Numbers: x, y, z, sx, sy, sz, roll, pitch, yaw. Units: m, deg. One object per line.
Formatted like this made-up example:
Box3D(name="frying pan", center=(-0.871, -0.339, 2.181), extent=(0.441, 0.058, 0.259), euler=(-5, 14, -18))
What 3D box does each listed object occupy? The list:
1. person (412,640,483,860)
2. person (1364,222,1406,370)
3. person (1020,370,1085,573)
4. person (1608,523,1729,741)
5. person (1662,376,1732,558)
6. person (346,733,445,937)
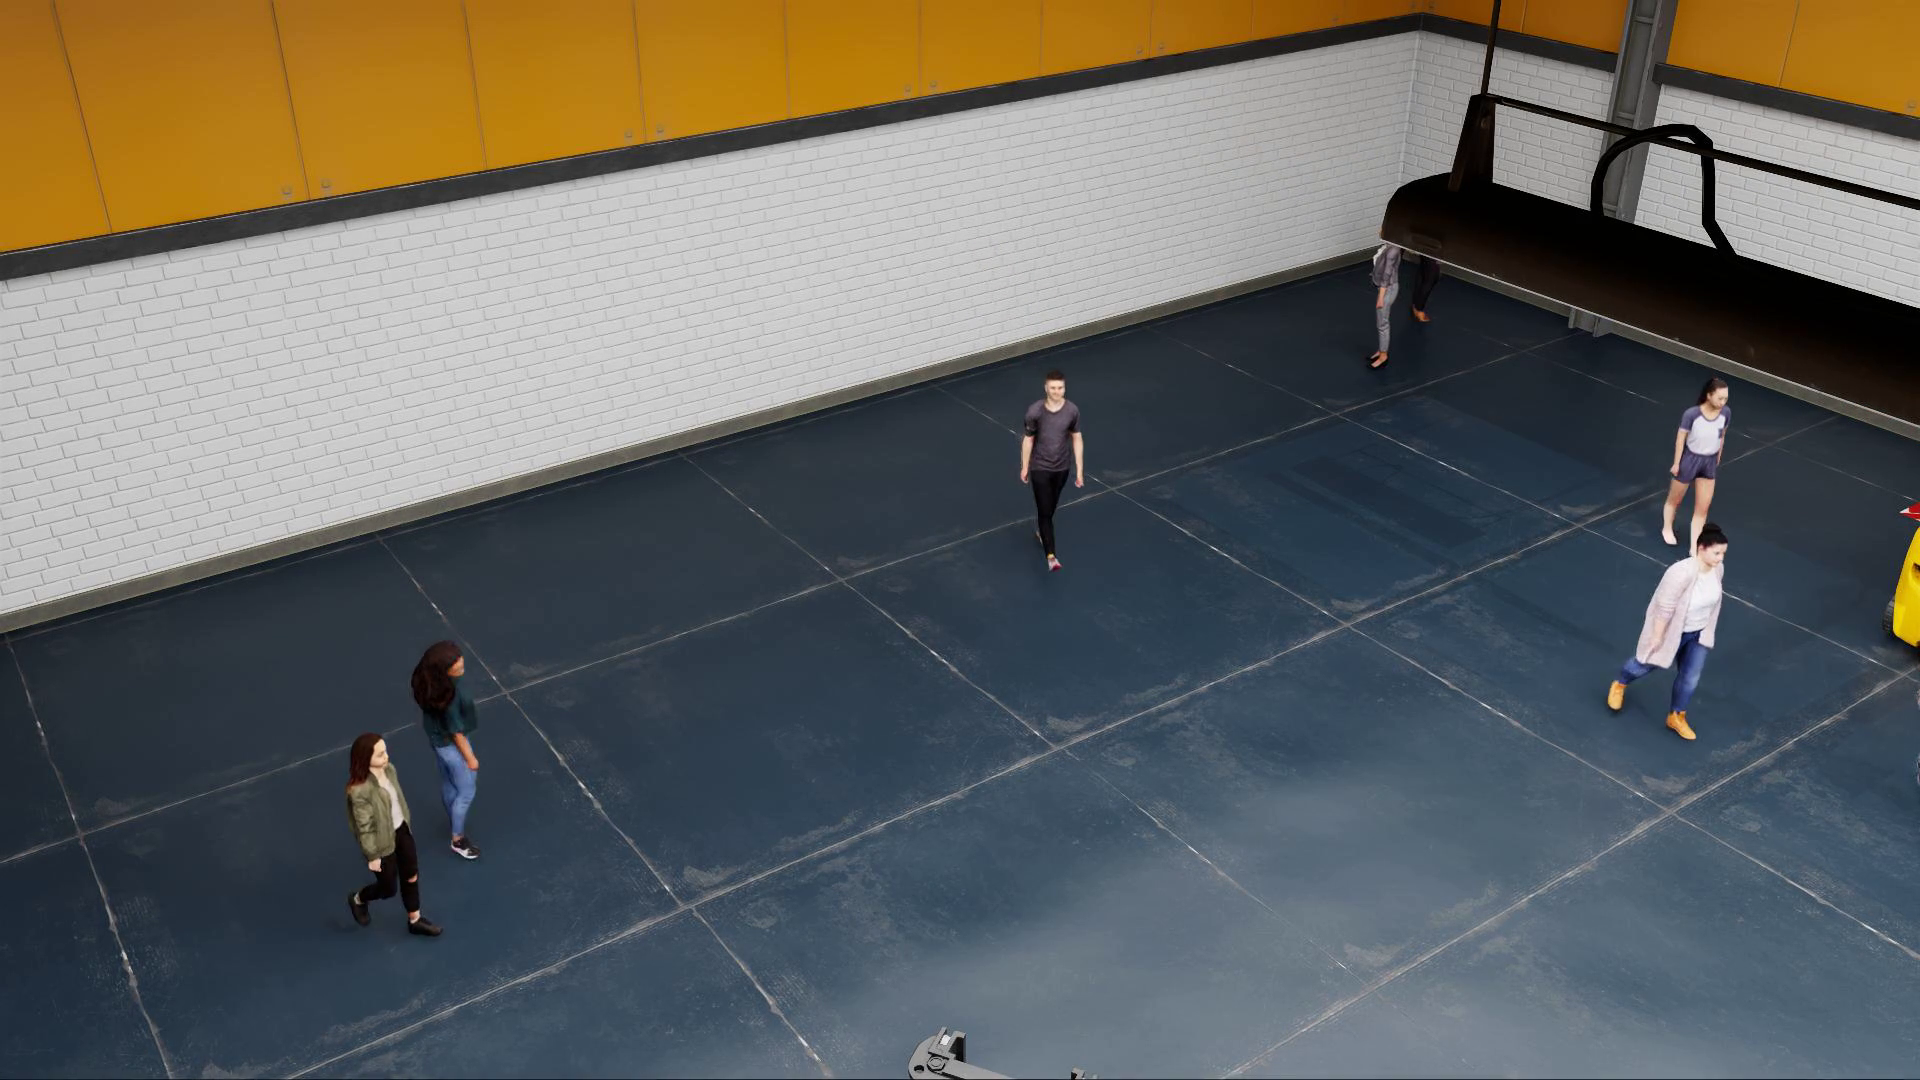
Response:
Box3D(name="person", center=(-3.348, 1.292, 10.820), extent=(0.493, 1.591, 0.755), euler=(23, 36, 36))
Box3D(name="person", center=(4.611, -2.674, 18.003), extent=(0.755, 1.675, 0.711), euler=(8, 30, 15))
Box3D(name="person", center=(0.765, -0.645, 14.242), extent=(0.966, 1.715, 1.243), euler=(-6, 29, -11))
Box3D(name="person", center=(5.117, 0.593, 11.994), extent=(0.854, 1.694, 1.055), euler=(-9, 30, -15))
Box3D(name="person", center=(6.317, -0.674, 14.393), extent=(0.886, 1.622, 1.003), euler=(-1, 29, -2))
Box3D(name="person", center=(-3.509, 1.798, 10.022), extent=(0.934, 1.467, 0.841), euler=(9, 30, 16))
